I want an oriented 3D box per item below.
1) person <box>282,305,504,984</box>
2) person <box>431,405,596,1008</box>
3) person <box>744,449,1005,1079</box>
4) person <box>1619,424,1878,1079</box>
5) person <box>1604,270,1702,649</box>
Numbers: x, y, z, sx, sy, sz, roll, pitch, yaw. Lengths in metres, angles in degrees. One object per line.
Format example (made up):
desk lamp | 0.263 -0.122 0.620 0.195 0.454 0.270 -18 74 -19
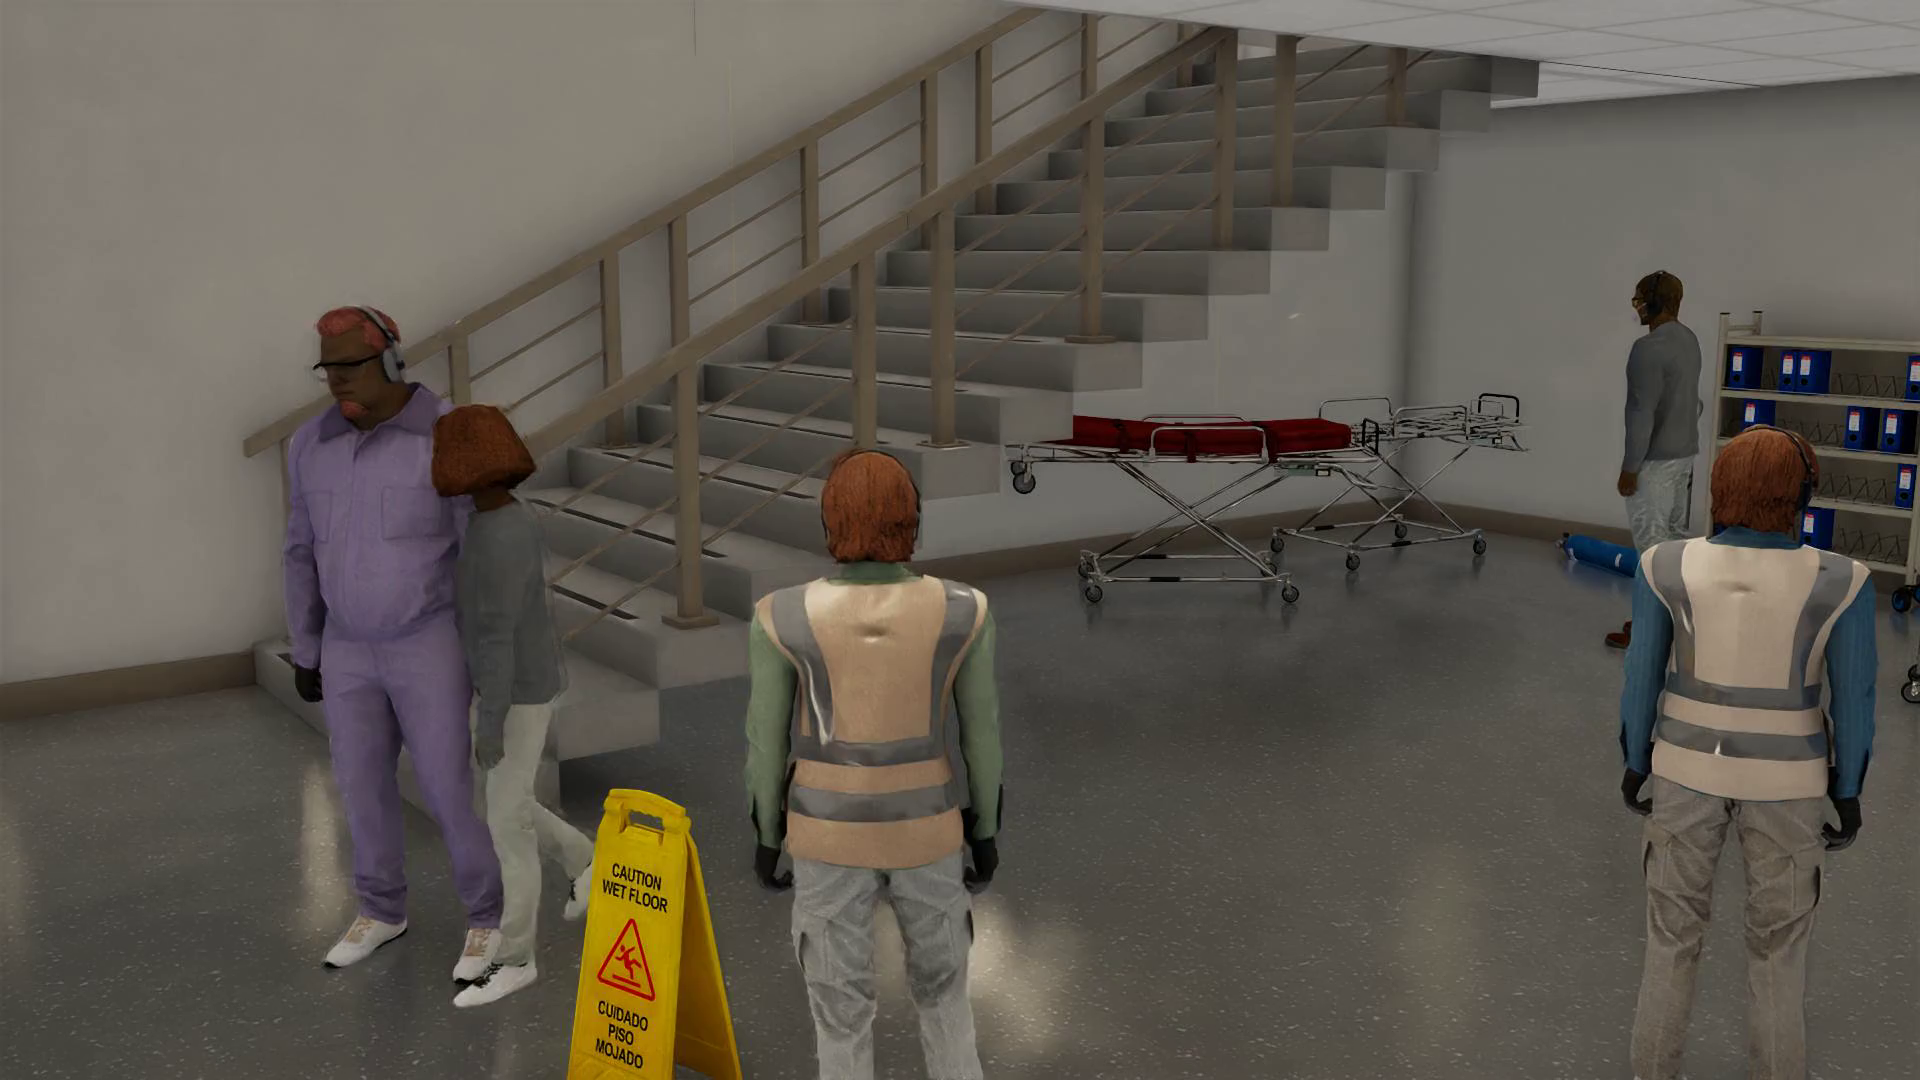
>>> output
person | -1.575 0.294 4.631 0.678 1.881 0.392 2 10 14
person | -1.190 0.431 4.586 0.515 1.616 0.518 -6 11 -30
person | -0.172 0.628 3.413 0.530 1.631 0.317 -2 10 -11
person | 1.769 0.558 3.782 0.522 1.640 0.306 6 11 30
person | 3.559 -0.401 8.496 0.375 1.931 0.624 8 13 39
